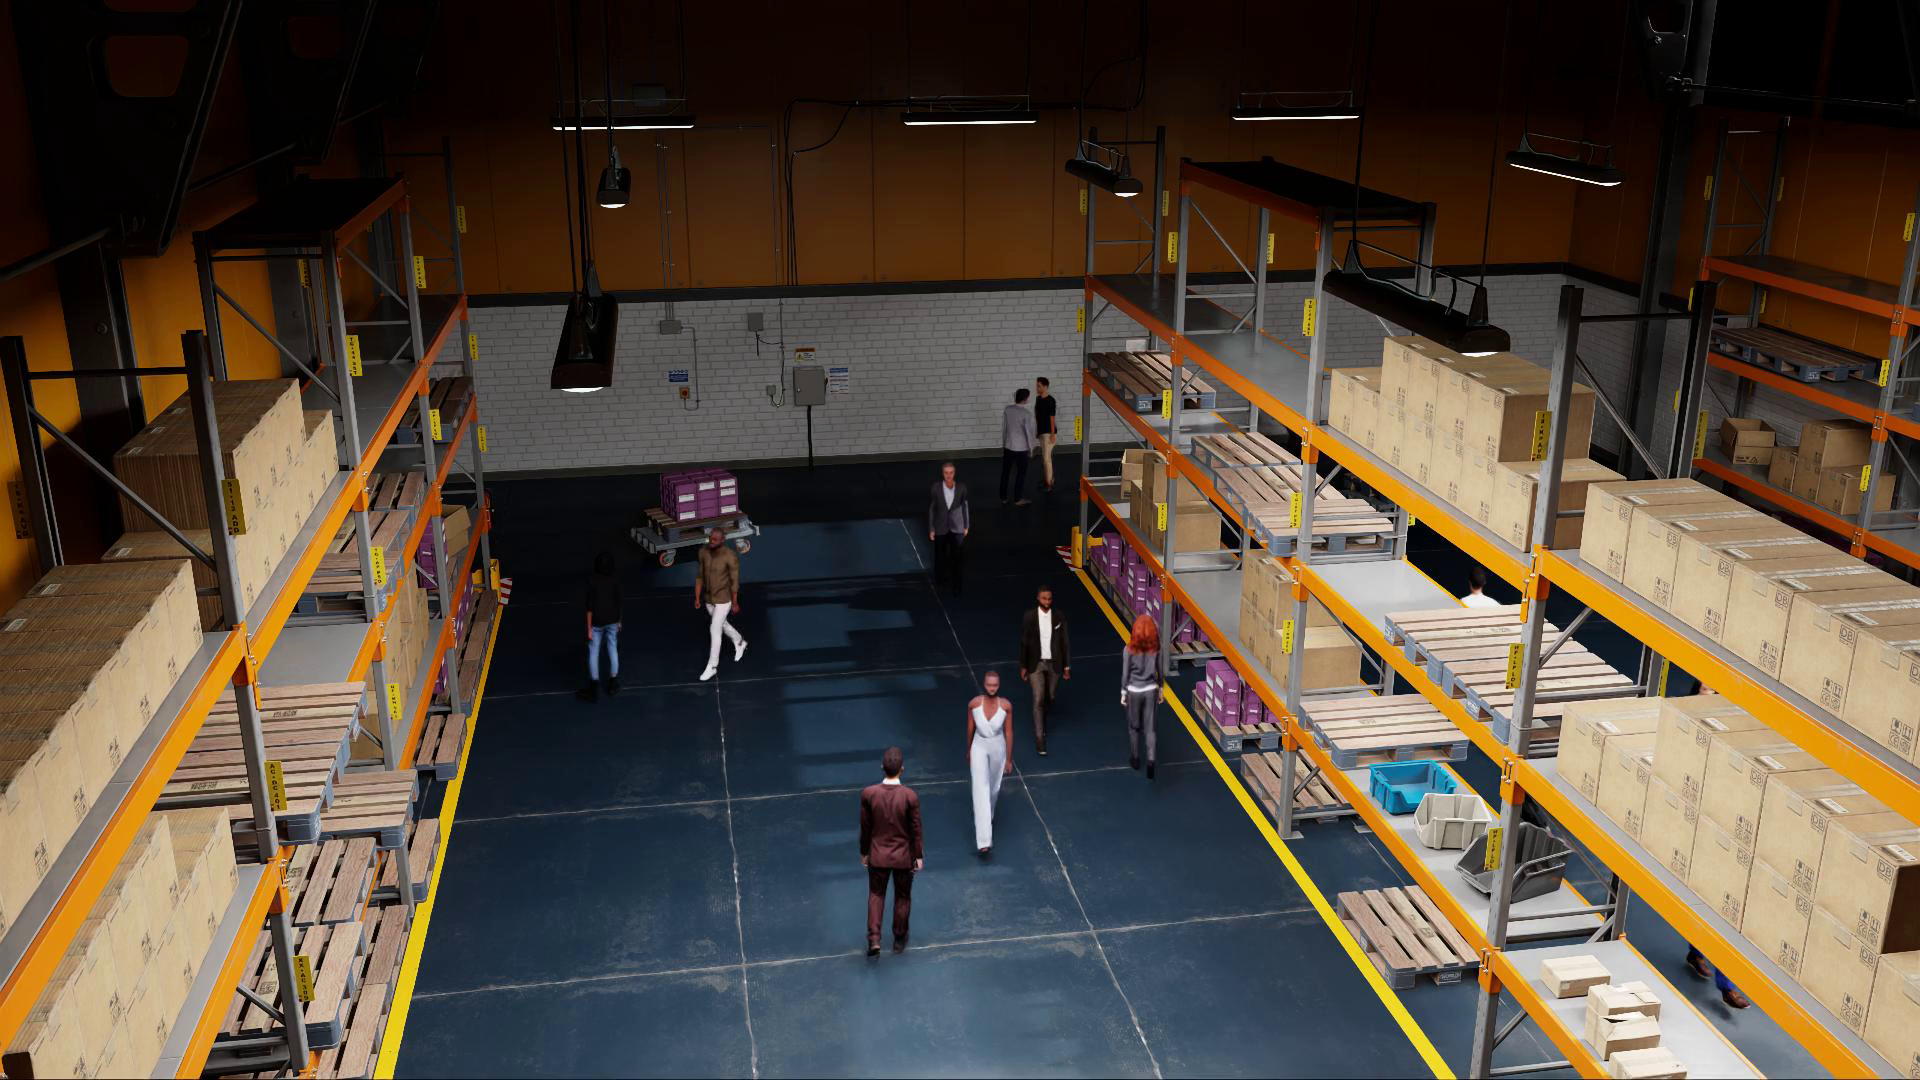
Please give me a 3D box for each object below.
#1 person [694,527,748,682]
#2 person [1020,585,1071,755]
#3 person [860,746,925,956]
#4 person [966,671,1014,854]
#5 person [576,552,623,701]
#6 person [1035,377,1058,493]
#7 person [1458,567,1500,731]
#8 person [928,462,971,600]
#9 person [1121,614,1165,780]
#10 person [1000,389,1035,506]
[{"bbox_3d":[-2.793,0.681,19.601,1.169,1.794,1.254,12,22,32],"label":"person"},{"bbox_3d":[0.891,1.318,17.731,0.687,1.781,0.996,-3,19,-9],"label":"person"},{"bbox_3d":[-0.575,2.630,13.722,0.854,1.853,0.991,3,19,8],"label":"person"},{"bbox_3d":[0.270,2.021,15.728,0.708,1.728,1.176,0,19,1],"label":"person"},{"bbox_3d":[-4.053,0.990,18.872,0.873,1.675,0.801,-17,25,-41],"label":"person"},{"bbox_3d":[1.419,-1.712,26.635,0.826,1.840,0.730,-8,20,-24],"label":"person"},{"bbox_3d":[5.542,1.213,17.925,0.687,1.856,0.622,-2,19,-6],"label":"person"},{"bbox_3d":[-0.163,-0.175,22.086,0.752,1.832,0.825,-1,19,-4],"label":"person"},{"bbox_3d":[1.857,1.618,16.873,0.660,1.761,1.002,-1,19,-4],"label":"person"},{"bbox_3d":[0.868,-1.449,25.871,0.778,1.830,0.860,9,21,25],"label":"person"}]
